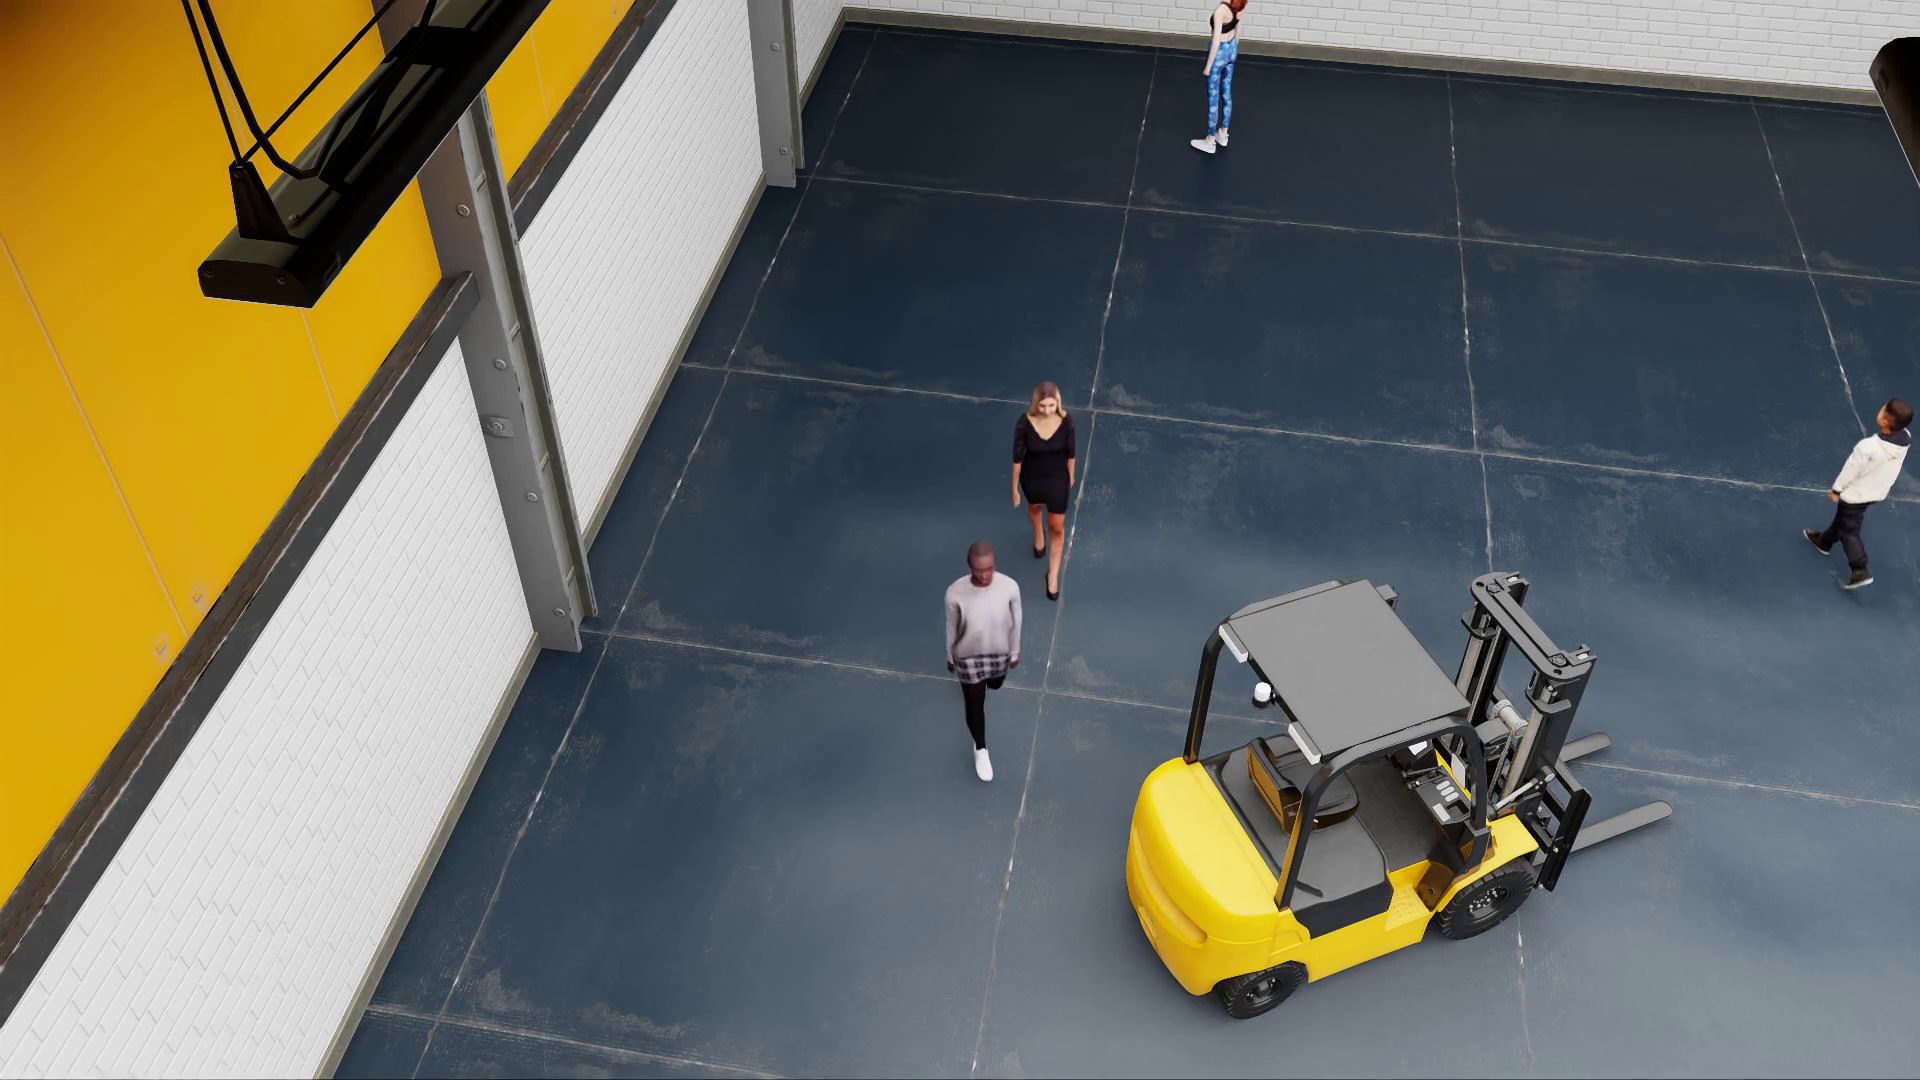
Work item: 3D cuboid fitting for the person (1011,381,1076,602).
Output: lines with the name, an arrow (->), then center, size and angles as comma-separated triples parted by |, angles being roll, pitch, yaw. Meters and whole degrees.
person -> 0.580, -0.465, 11.424 | 0.671, 1.646, 0.967 | 1, 44, 1

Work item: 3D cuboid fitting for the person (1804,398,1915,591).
person -> 6.253, -0.300, 11.406 | 0.880, 1.431, 1.032 | -15, 46, -15

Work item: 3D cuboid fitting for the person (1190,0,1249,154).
person -> 2.444, -4.475, 15.531 | 0.676, 1.785, 0.745 | -33, 53, -30

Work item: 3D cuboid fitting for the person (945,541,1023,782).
person -> 0.125, 0.620, 10.210 | 0.879, 1.748, 1.177 | -7, 44, -7
